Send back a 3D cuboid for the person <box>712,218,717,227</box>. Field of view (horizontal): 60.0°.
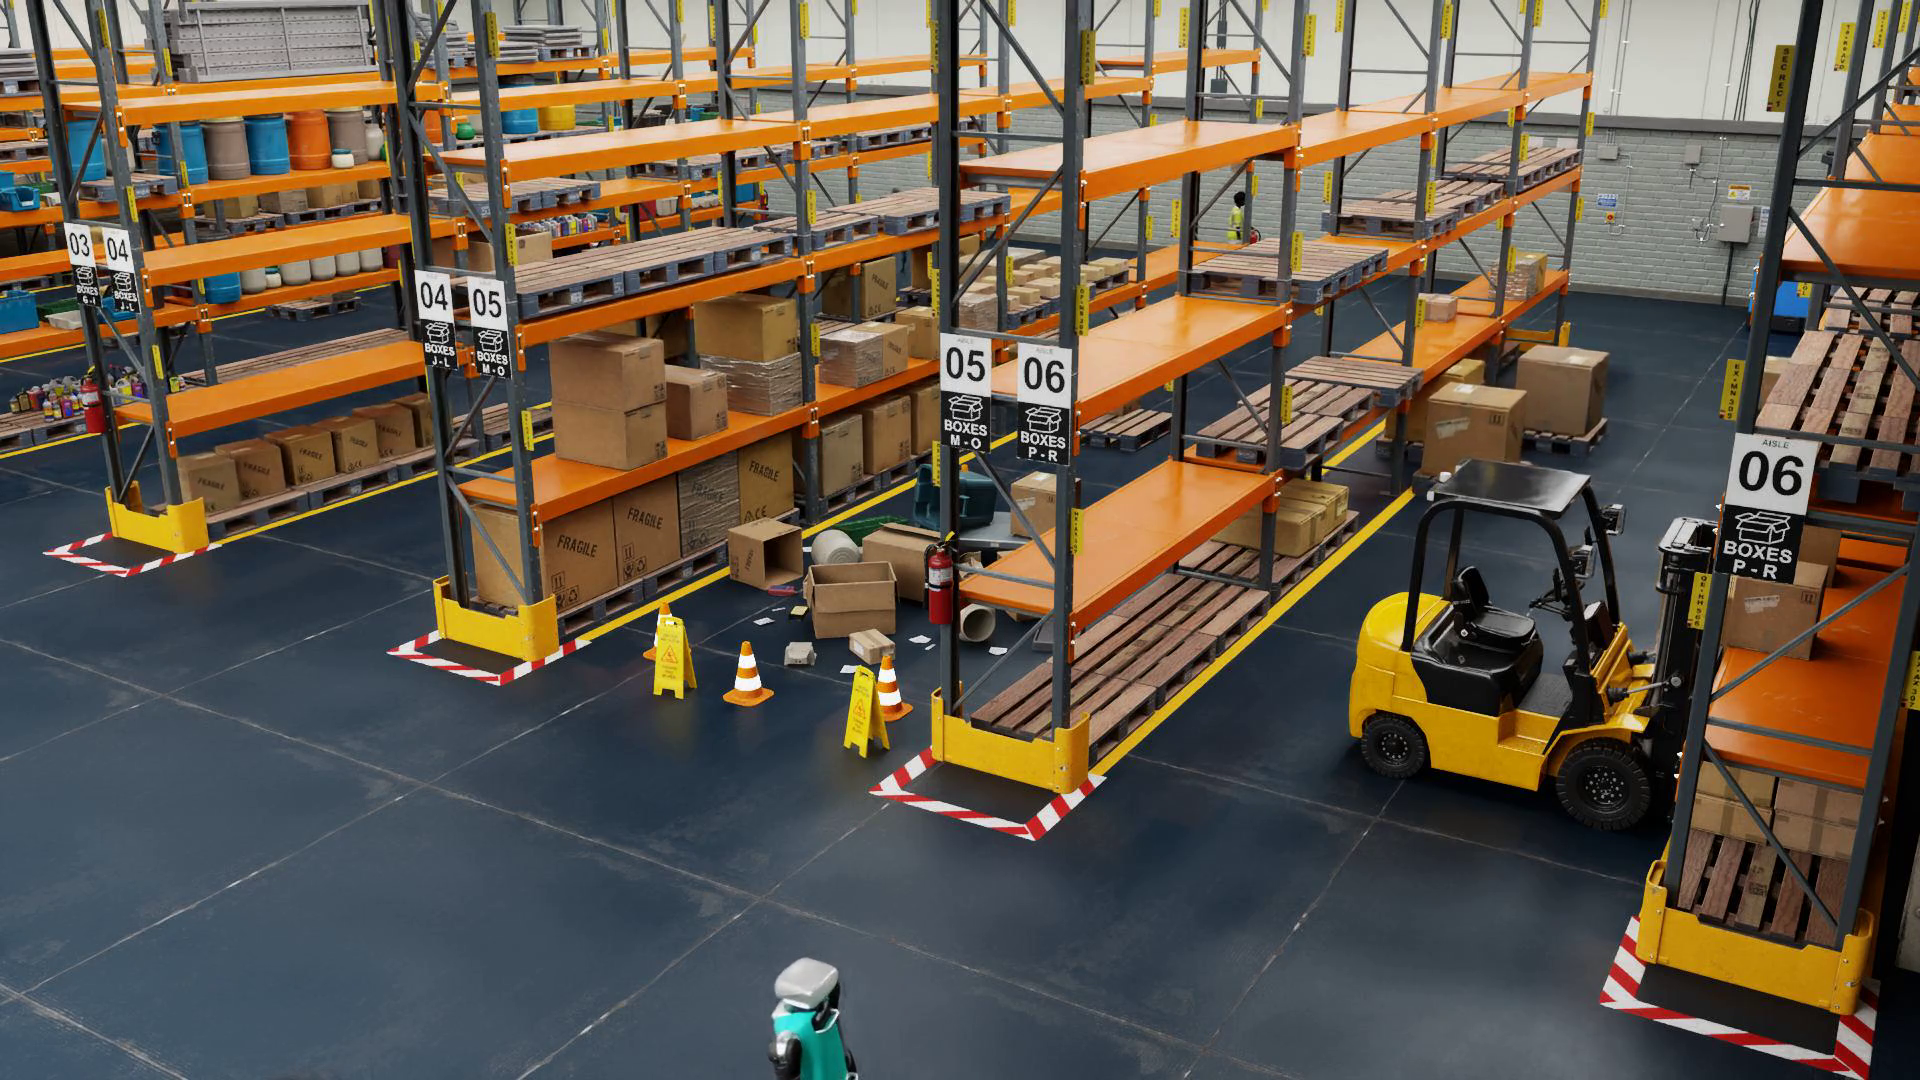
[{"bbox_3d":[-5.030,-7.075,34.890,0.481,1.691,0.349,-9,21,-24],"label":"person"}]

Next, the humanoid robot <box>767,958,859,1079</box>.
[{"bbox_3d":[-0.352,2.601,6.905,0.826,1.803,0.544,6,20,16],"label":"humanoid robot"}]

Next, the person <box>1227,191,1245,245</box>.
[{"bbox_3d":[5.043,-5.521,30.404,0.320,1.686,0.540,1,19,2],"label":"person"}]

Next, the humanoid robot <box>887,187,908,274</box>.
[{"bbox_3d":[-1.188,-5.842,31.370,0.616,1.647,0.411,-3,19,-9],"label":"humanoid robot"}]

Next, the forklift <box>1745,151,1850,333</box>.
[{"bbox_3d":[13.620,-4.667,26.137,1.873,2.768,1.129,11,22,29],"label":"forklift"}]

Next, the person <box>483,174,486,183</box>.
[{"bbox_3d":[-10.396,-7.713,36.640,0.913,1.751,0.511,6,20,17],"label":"person"}]

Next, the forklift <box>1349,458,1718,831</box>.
[{"bbox_3d":[3.988,0.658,11.776,2.313,2.155,1.214,11,22,29],"label":"forklift"}]
